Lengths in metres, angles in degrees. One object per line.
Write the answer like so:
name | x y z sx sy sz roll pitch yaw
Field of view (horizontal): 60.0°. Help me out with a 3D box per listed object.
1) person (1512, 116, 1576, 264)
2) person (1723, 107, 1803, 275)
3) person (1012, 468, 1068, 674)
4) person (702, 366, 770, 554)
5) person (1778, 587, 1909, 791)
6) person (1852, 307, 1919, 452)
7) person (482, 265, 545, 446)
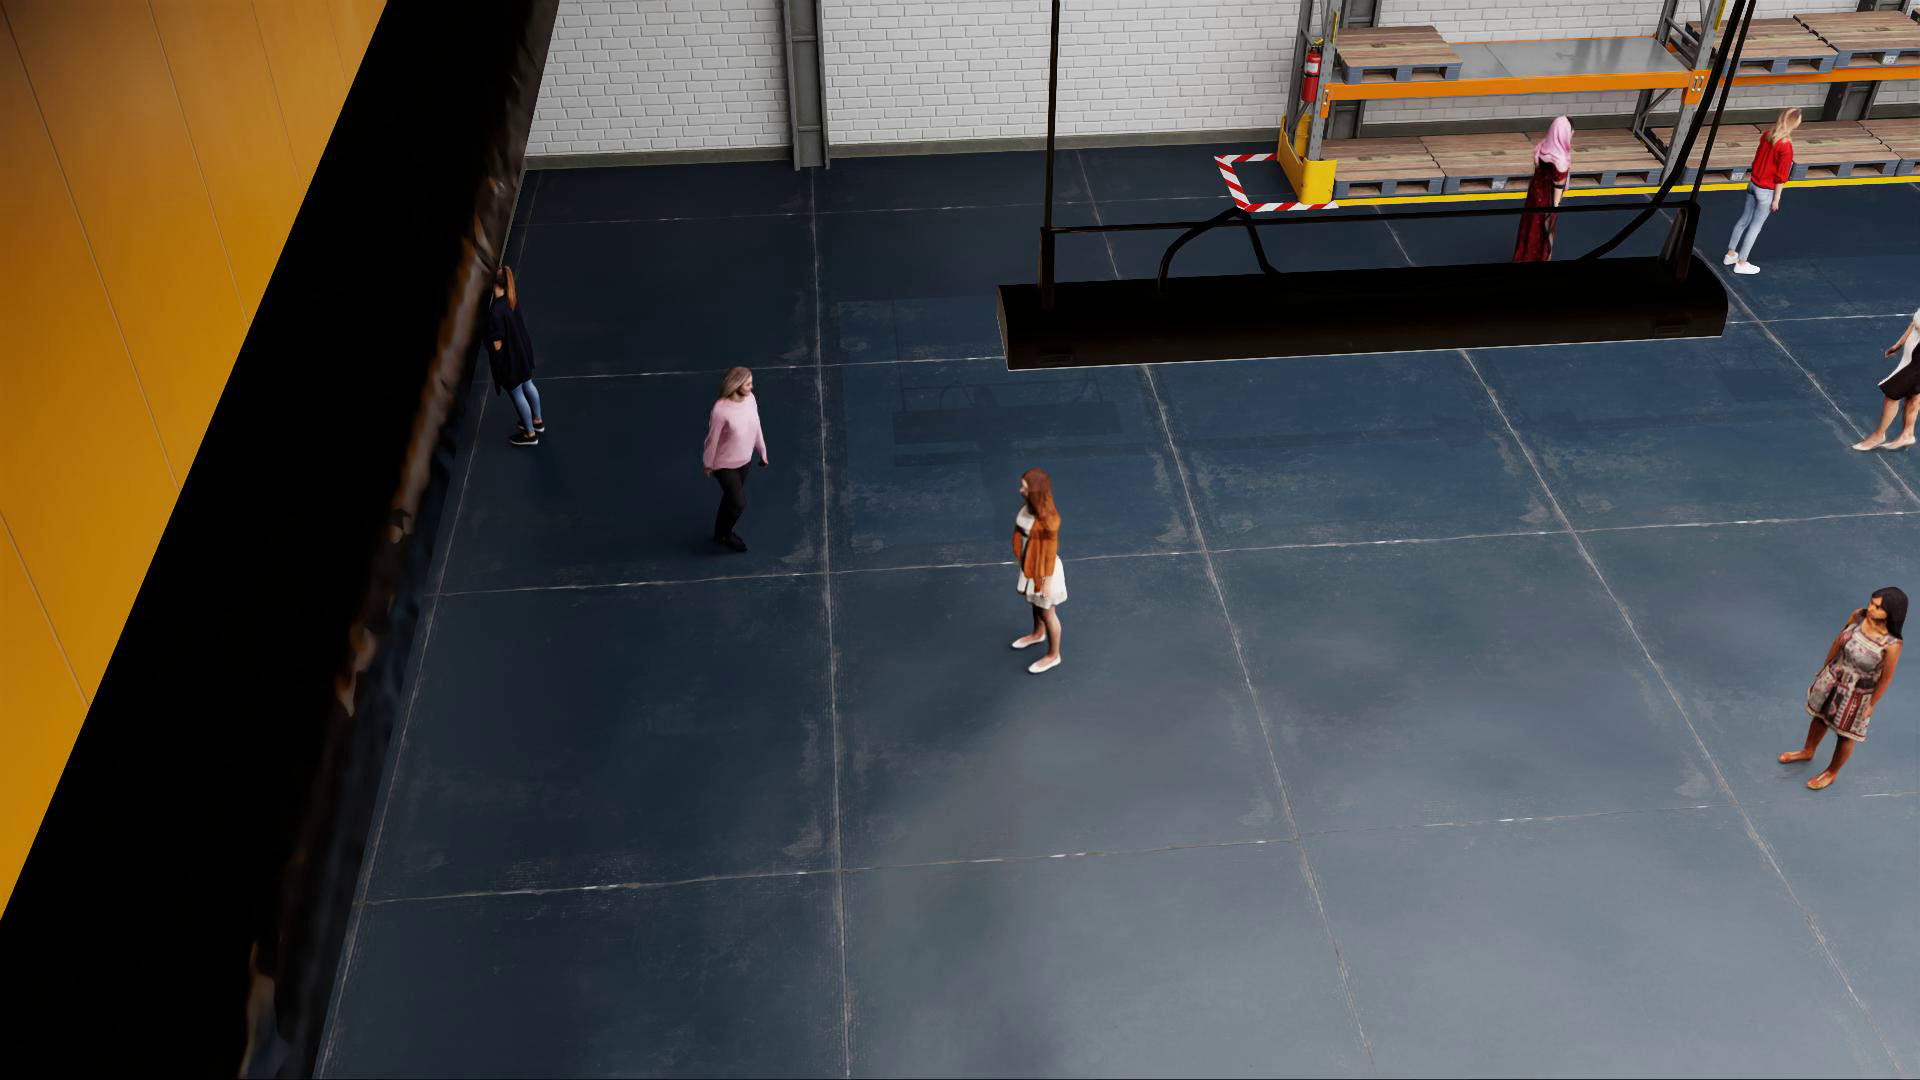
person | 5.709 -3.361 16.216 0.576 1.639 0.644 -4 39 -5
person | 7.845 -3.426 16.247 0.526 1.703 0.638 -7 39 -8
person | 0.580 0.182 11.720 0.662 1.714 0.667 -14 41 -17
person | -1.815 -0.616 12.773 0.836 1.647 0.780 31 48 33
person | 5.806 0.946 10.819 0.609 1.644 0.696 -12 40 -14
person | 8.026 -1.453 13.748 0.829 1.738 0.749 10 40 12
person | -3.739 -1.564 13.931 0.668 1.683 0.696 9 39 11
